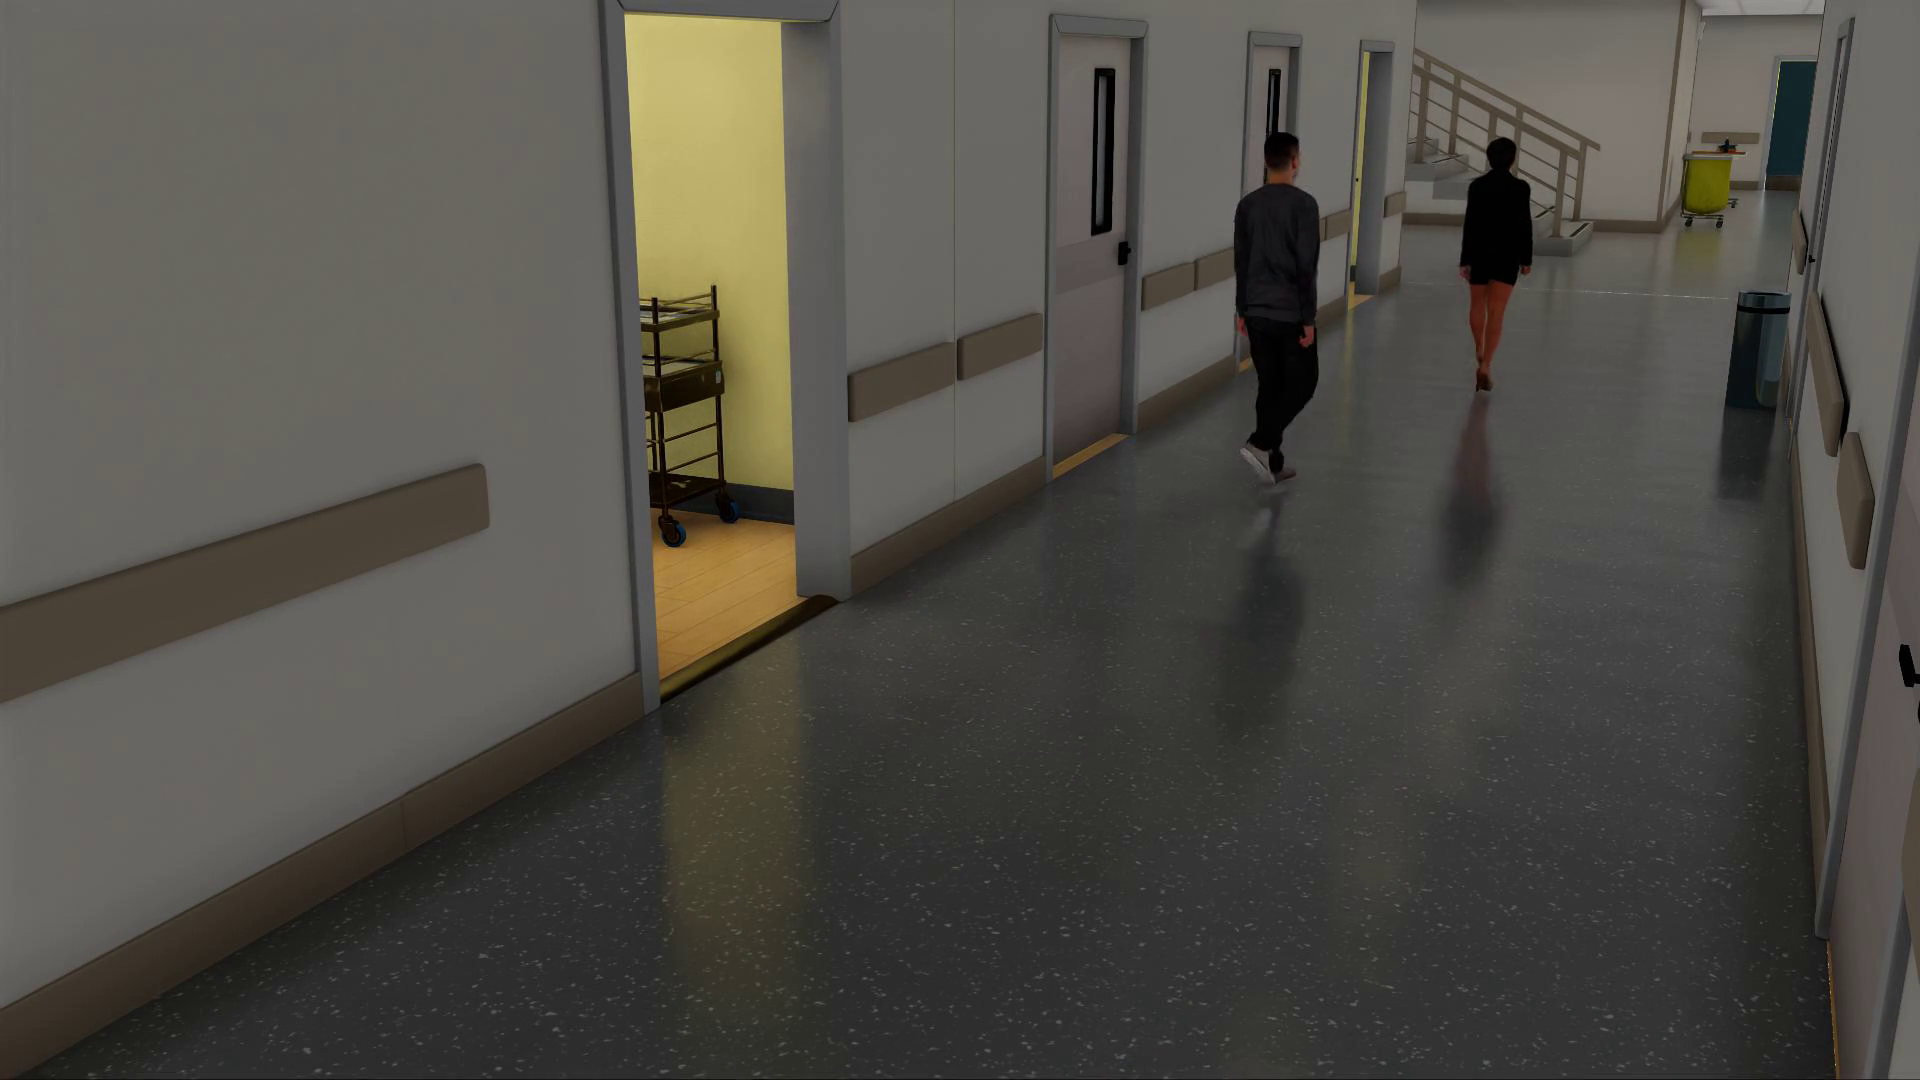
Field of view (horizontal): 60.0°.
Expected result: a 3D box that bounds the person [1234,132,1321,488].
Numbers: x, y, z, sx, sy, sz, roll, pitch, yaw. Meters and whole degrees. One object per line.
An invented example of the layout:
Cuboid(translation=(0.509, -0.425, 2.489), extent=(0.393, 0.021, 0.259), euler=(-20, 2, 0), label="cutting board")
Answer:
Cuboid(translation=(1.531, -1.091, 8.167), extent=(0.837, 1.751, 0.813), euler=(13, 20, 39), label="person")

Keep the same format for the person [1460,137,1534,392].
Cuboid(translation=(3.444, -1.744, 10.754), extent=(0.964, 1.604, 0.677), euler=(9, 18, 29), label="person")
